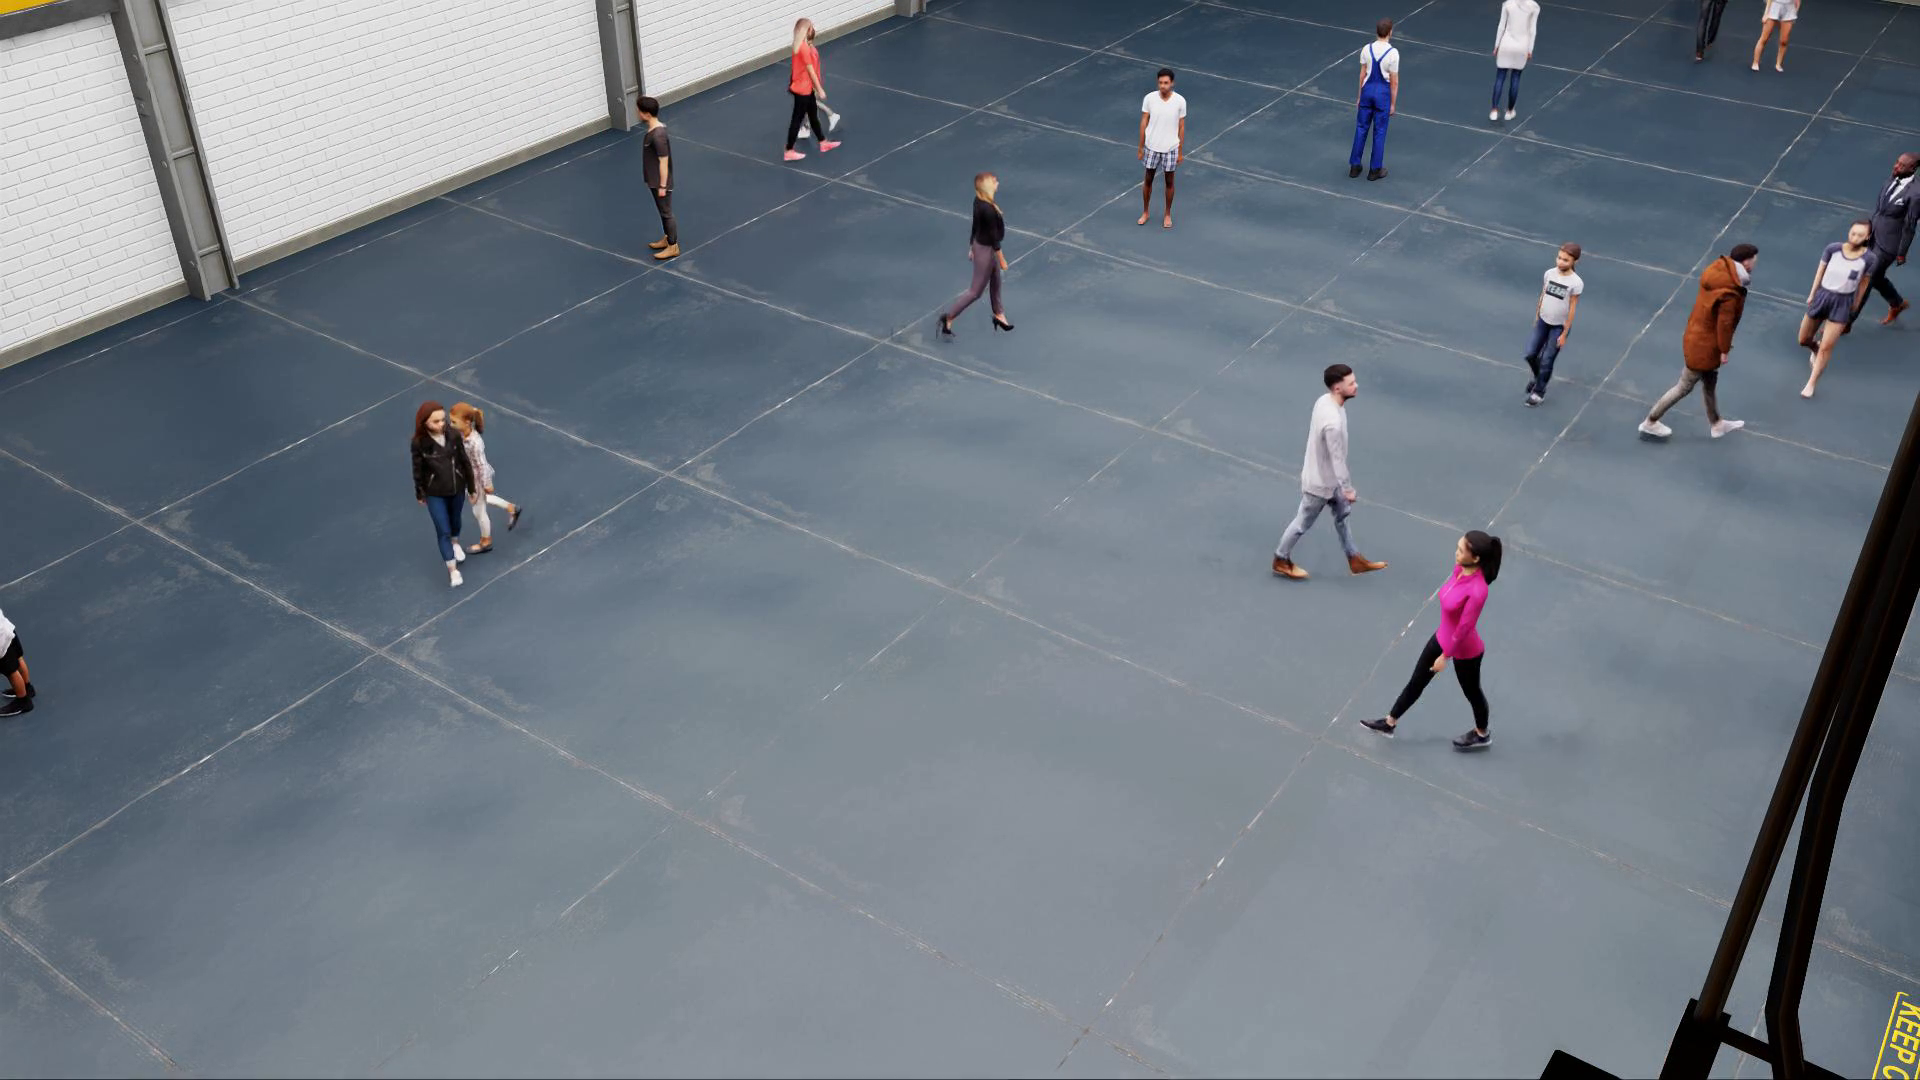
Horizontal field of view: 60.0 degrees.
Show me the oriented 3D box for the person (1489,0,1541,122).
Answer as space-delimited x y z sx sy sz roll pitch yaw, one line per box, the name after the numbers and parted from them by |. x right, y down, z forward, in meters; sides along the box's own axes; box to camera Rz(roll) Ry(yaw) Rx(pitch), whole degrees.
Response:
6.924 -6.146 20.812 0.674 1.783 0.654 13 36 18 | person

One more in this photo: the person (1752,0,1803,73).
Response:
11.082 -7.157 22.485 0.664 1.614 0.648 5 34 8 | person

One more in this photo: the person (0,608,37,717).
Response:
-6.456 0.601 11.132 0.636 1.262 0.581 -8 34 -12 | person

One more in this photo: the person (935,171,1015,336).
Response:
0.146 -2.643 15.671 1.069 1.640 1.009 -6 34 -8 | person

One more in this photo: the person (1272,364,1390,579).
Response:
2.590 -0.460 12.243 0.997 1.798 1.131 8 34 12 | person

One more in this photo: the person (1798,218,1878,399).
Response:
7.812 -2.119 14.889 0.636 1.632 0.910 24 40 31 | person

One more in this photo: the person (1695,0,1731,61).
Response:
10.378 -7.525 22.854 0.754 1.818 1.146 16 37 23 | person

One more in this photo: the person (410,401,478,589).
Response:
-3.887 -0.420 12.504 0.913 1.443 0.826 -20 39 -28 | person

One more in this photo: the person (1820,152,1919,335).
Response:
8.842 -2.796 15.761 1.200 1.795 1.192 -2 34 -3 | person

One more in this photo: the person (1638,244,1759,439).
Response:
6.173 -1.621 14.009 1.064 1.777 1.161 4 34 7 | person

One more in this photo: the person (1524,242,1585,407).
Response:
5.279 -1.927 14.673 0.673 1.553 0.592 -26 41 -33 | person

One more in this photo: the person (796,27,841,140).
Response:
-1.756 -5.626 20.379 0.958 1.396 0.795 -11 35 -17 | person

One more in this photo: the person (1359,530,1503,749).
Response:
3.277 0.691 10.639 1.102 1.657 1.077 -4 34 -6 | person

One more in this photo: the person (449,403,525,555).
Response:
-3.655 -0.516 12.780 0.849 1.299 0.671 -27 42 -34 | person

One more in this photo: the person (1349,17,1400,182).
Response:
4.780 -5.080 19.150 0.616 1.848 0.548 20 39 28 | person

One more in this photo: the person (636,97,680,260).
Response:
-3.119 -3.793 17.336 0.750 1.711 0.704 -8 35 -12 | person

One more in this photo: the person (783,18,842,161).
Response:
-1.945 -5.268 19.603 1.062 1.658 0.950 -10 35 -14 | person

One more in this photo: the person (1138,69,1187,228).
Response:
2.193 -4.266 18.030 0.712 1.732 0.658 7 34 11 | person
